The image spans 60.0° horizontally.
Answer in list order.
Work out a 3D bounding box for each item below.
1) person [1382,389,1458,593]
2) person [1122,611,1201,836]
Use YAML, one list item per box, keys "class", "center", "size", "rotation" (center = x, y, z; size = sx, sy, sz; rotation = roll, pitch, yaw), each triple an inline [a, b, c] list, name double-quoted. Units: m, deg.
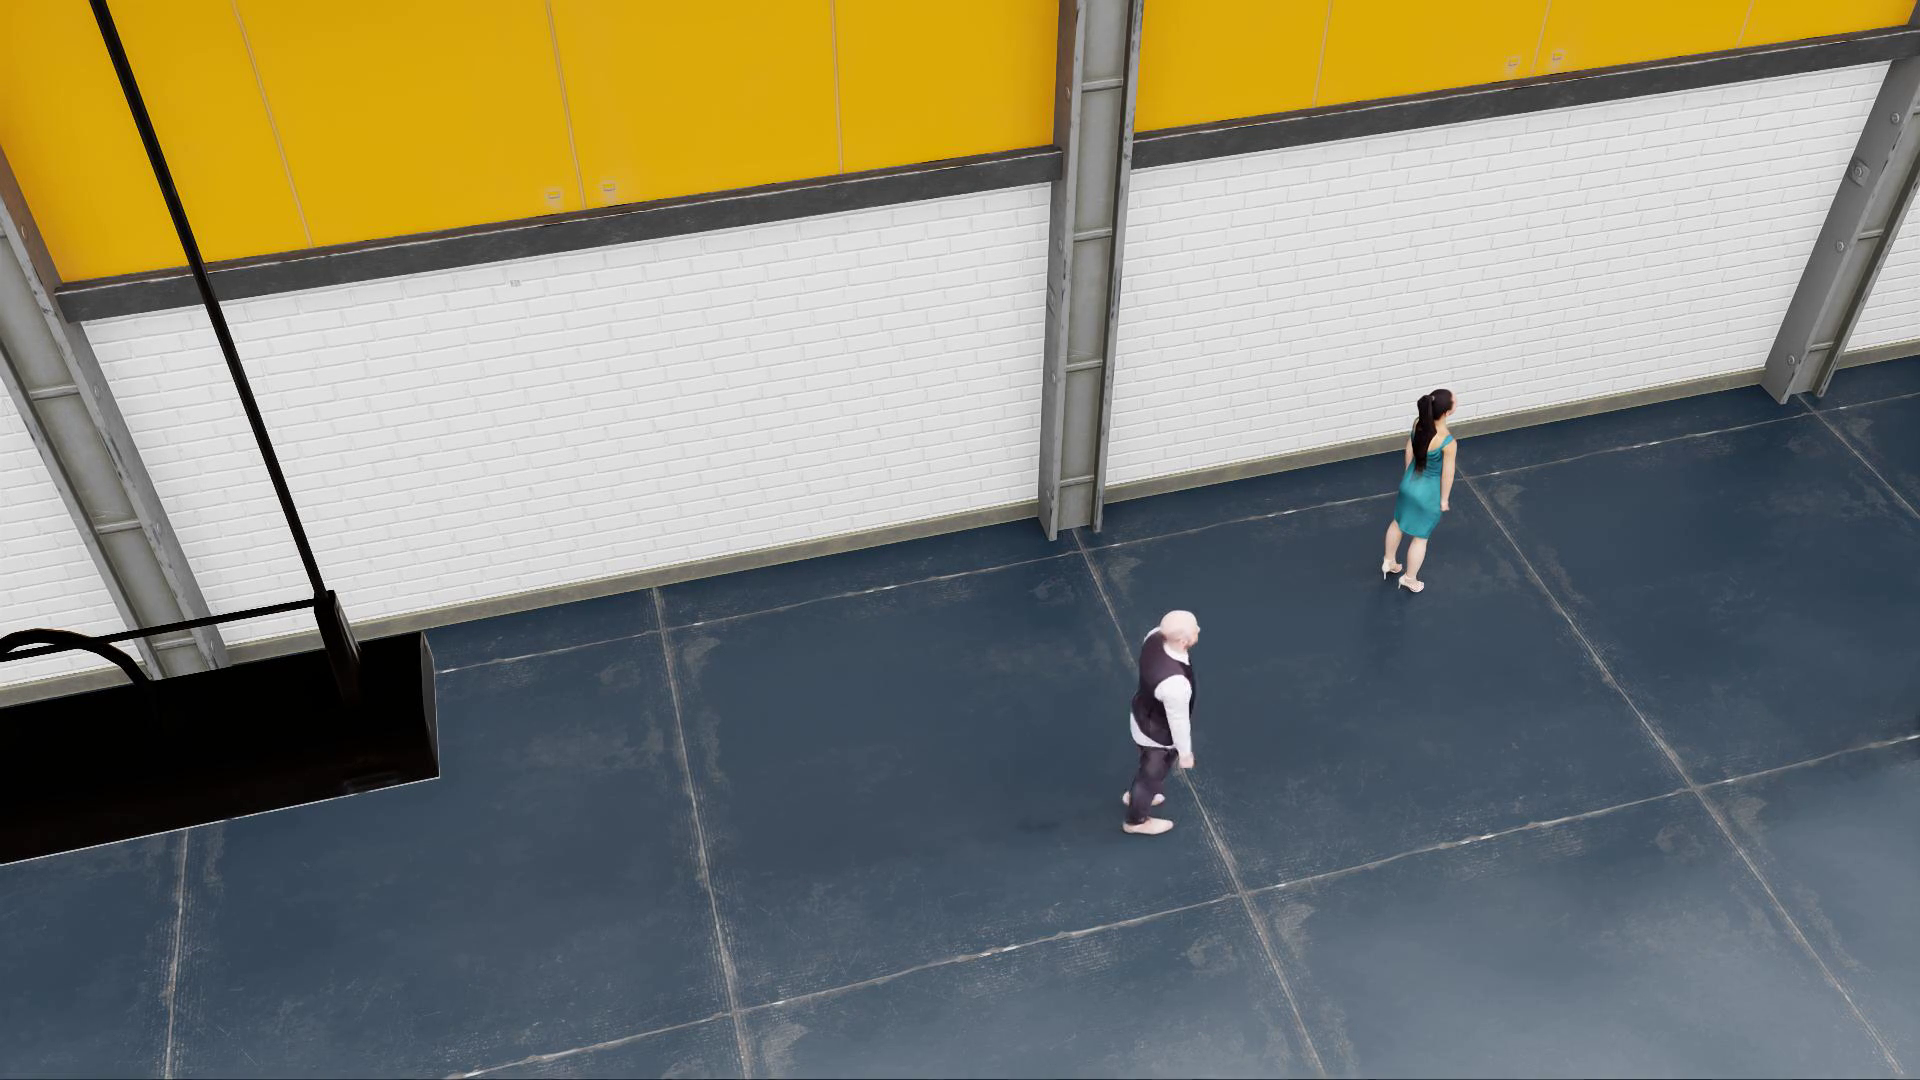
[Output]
- class: "person"
  center: [3.068, -0.332, 11.045]
  size: [0.575, 1.686, 0.600]
  rotation: [-23, 48, -22]
- class: "person"
  center: [1.058, 1.083, 9.471]
  size: [0.684, 1.809, 0.740]
  rotation: [-4, 44, -4]
